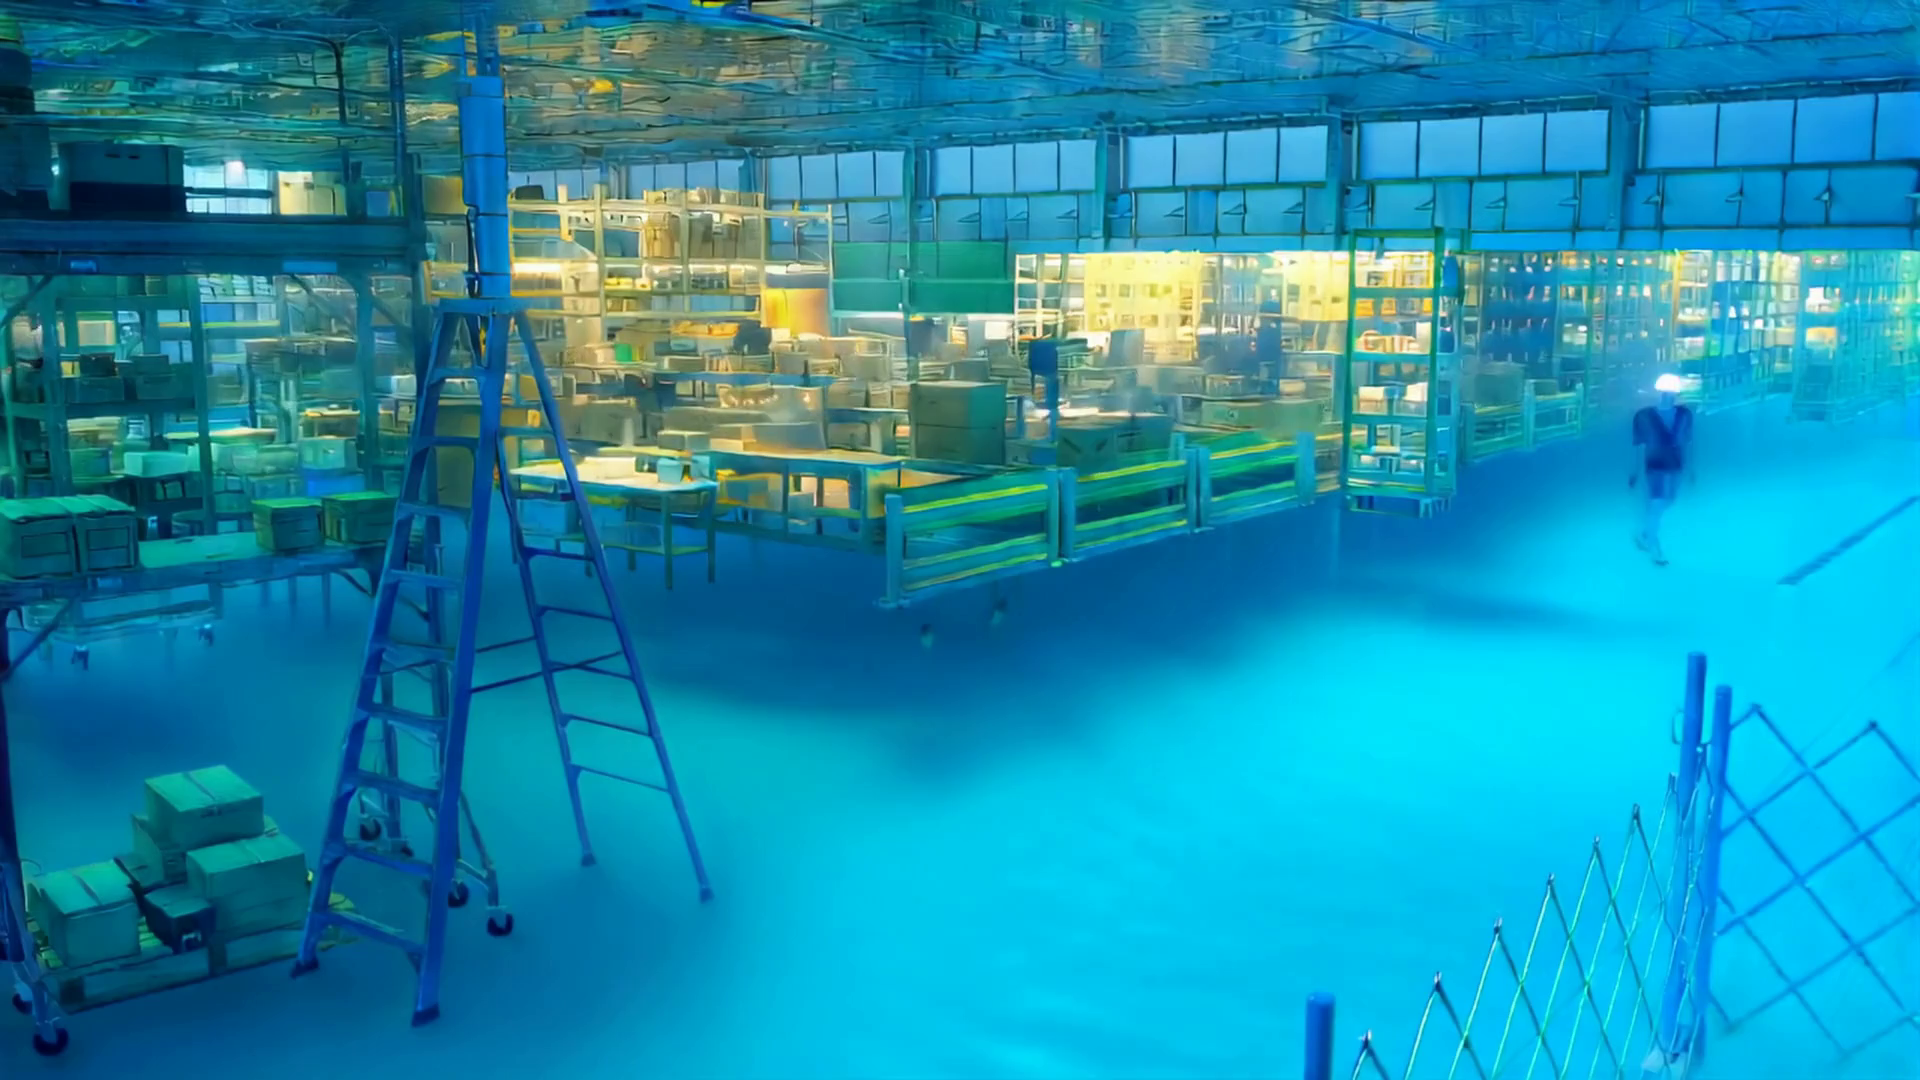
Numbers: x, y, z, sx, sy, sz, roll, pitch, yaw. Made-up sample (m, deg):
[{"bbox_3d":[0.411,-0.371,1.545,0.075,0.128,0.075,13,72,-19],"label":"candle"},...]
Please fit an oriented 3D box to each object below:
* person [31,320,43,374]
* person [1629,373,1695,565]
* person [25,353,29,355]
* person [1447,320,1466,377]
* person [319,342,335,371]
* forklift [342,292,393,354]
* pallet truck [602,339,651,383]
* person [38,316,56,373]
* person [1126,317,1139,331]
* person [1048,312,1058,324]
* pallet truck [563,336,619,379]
[{"bbox_3d":[-27.227,-5.661,49.115,0.407,1.676,0.536,-4,10,-24],"label":"person"},{"bbox_3d":[7.427,-0.782,17.663,0.604,1.999,1.012,-1,9,-4],"label":"person"},{"bbox_3d":[-33.166,-7.132,58.542,0.855,1.592,0.516,-9,13,-44],"label":"person"},{"bbox_3d":[14.096,-5.330,46.659,0.960,1.802,0.587,9,13,43],"label":"person"},{"bbox_3d":[-16.044,-4.598,42.256,0.630,1.741,0.529,-2,9,-13],"label":"person"},{"bbox_3d":[-16.485,-5.622,45.120,1.129,2.768,1.873,7,11,37],"label":"forklift"},{"bbox_3d":[-8.991,-4.871,45.351,0.653,1.274,1.630,7,11,37],"label":"pallet truck"},{"bbox_3d":[-25.756,-5.460,47.118,0.554,1.914,0.672,8,12,42],"label":"person"},{"bbox_3d":[4.297,-4.729,42.553,0.643,1.908,0.766,4,10,25],"label":"person"},{"bbox_3d":[2.976,-6.438,53.518,0.462,1.814,0.604,4,10,26],"label":"person"},{"bbox_3d":[-10.690,-5.294,48.215,1.601,1.201,0.680,-5,10,-26],"label":"pallet truck"}]
